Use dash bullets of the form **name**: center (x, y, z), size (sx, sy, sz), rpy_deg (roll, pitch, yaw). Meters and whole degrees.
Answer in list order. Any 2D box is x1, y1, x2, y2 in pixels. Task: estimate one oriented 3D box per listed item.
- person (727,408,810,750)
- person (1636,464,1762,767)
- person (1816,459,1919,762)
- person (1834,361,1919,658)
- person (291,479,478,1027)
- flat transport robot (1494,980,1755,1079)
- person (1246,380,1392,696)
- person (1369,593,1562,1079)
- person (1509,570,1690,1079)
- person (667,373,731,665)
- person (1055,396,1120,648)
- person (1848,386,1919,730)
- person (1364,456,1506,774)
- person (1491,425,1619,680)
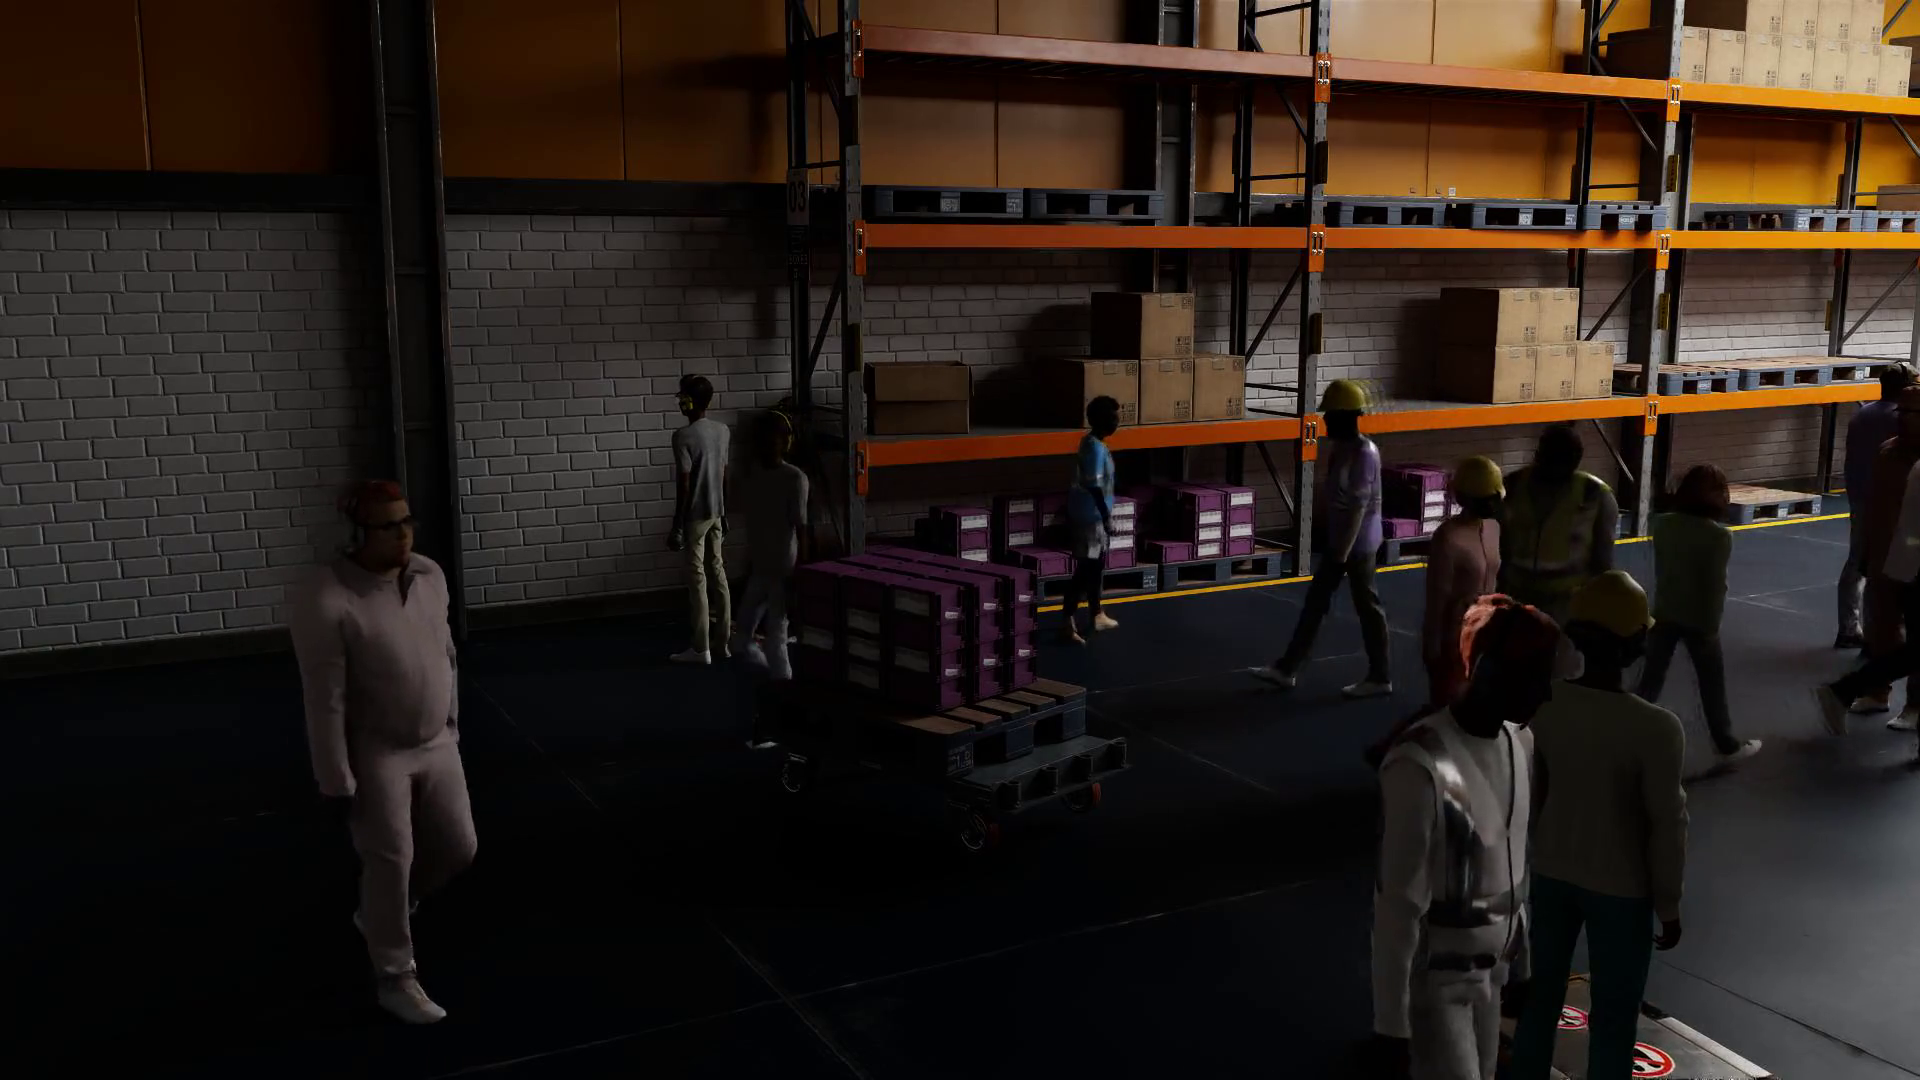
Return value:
- **person**: center (-1.028, 0.214, 8.790), size (0.393, 1.839, 0.551), rpy_deg (-9, 13, -42)
- **person**: center (3.707, 0.405, 8.389), size (0.843, 1.587, 0.515), rpy_deg (-5, 11, -26)
- **person**: center (4.946, 0.218, 8.618), size (0.705, 1.899, 0.616), rpy_deg (3, 10, 19)
- **person**: center (6.034, -0.202, 10.898), size (0.356, 1.938, 0.633), rpy_deg (-1, 10, -5)
- **person**: center (-1.963, 0.721, 5.718), size (0.476, 1.888, 0.670), rpy_deg (5, 11, 26)
- **flat transport robot**: center (1.988, 1.640, 5.093), size (0.652, 0.197, 1.431), rpy_deg (-4, 10, -20)
- **person**: center (2.169, 0.011, 9.807), size (0.926, 1.884, 0.617), rpy_deg (-1, 10, -4)
- **person**: center (1.160, 1.041, 3.949), size (0.634, 1.864, 0.429), rpy_deg (-10, 14, -44)
- **person**: center (1.793, 0.960, 4.701), size (0.306, 1.772, 0.525), rpy_deg (-8, 12, -38)
- **person**: center (-1.680, -0.135, 10.699), size (0.328, 1.876, 0.509), rpy_deg (6, 12, 31)
- **person**: center (0.895, -0.142, 11.340), size (0.379, 1.680, 0.765), rpy_deg (1, 10, 8)
- **person**: center (5.270, 0.096, 9.277), size (0.400, 1.910, 0.643), rpy_deg (-2, 10, -13)
- **person**: center (2.317, 0.430, 7.880), size (0.608, 1.726, 0.678), rpy_deg (-8, 13, -39)
- **person**: center (2.941, 0.316, 8.364), size (0.641, 1.797, 0.739), rpy_deg (8, 12, 37)
